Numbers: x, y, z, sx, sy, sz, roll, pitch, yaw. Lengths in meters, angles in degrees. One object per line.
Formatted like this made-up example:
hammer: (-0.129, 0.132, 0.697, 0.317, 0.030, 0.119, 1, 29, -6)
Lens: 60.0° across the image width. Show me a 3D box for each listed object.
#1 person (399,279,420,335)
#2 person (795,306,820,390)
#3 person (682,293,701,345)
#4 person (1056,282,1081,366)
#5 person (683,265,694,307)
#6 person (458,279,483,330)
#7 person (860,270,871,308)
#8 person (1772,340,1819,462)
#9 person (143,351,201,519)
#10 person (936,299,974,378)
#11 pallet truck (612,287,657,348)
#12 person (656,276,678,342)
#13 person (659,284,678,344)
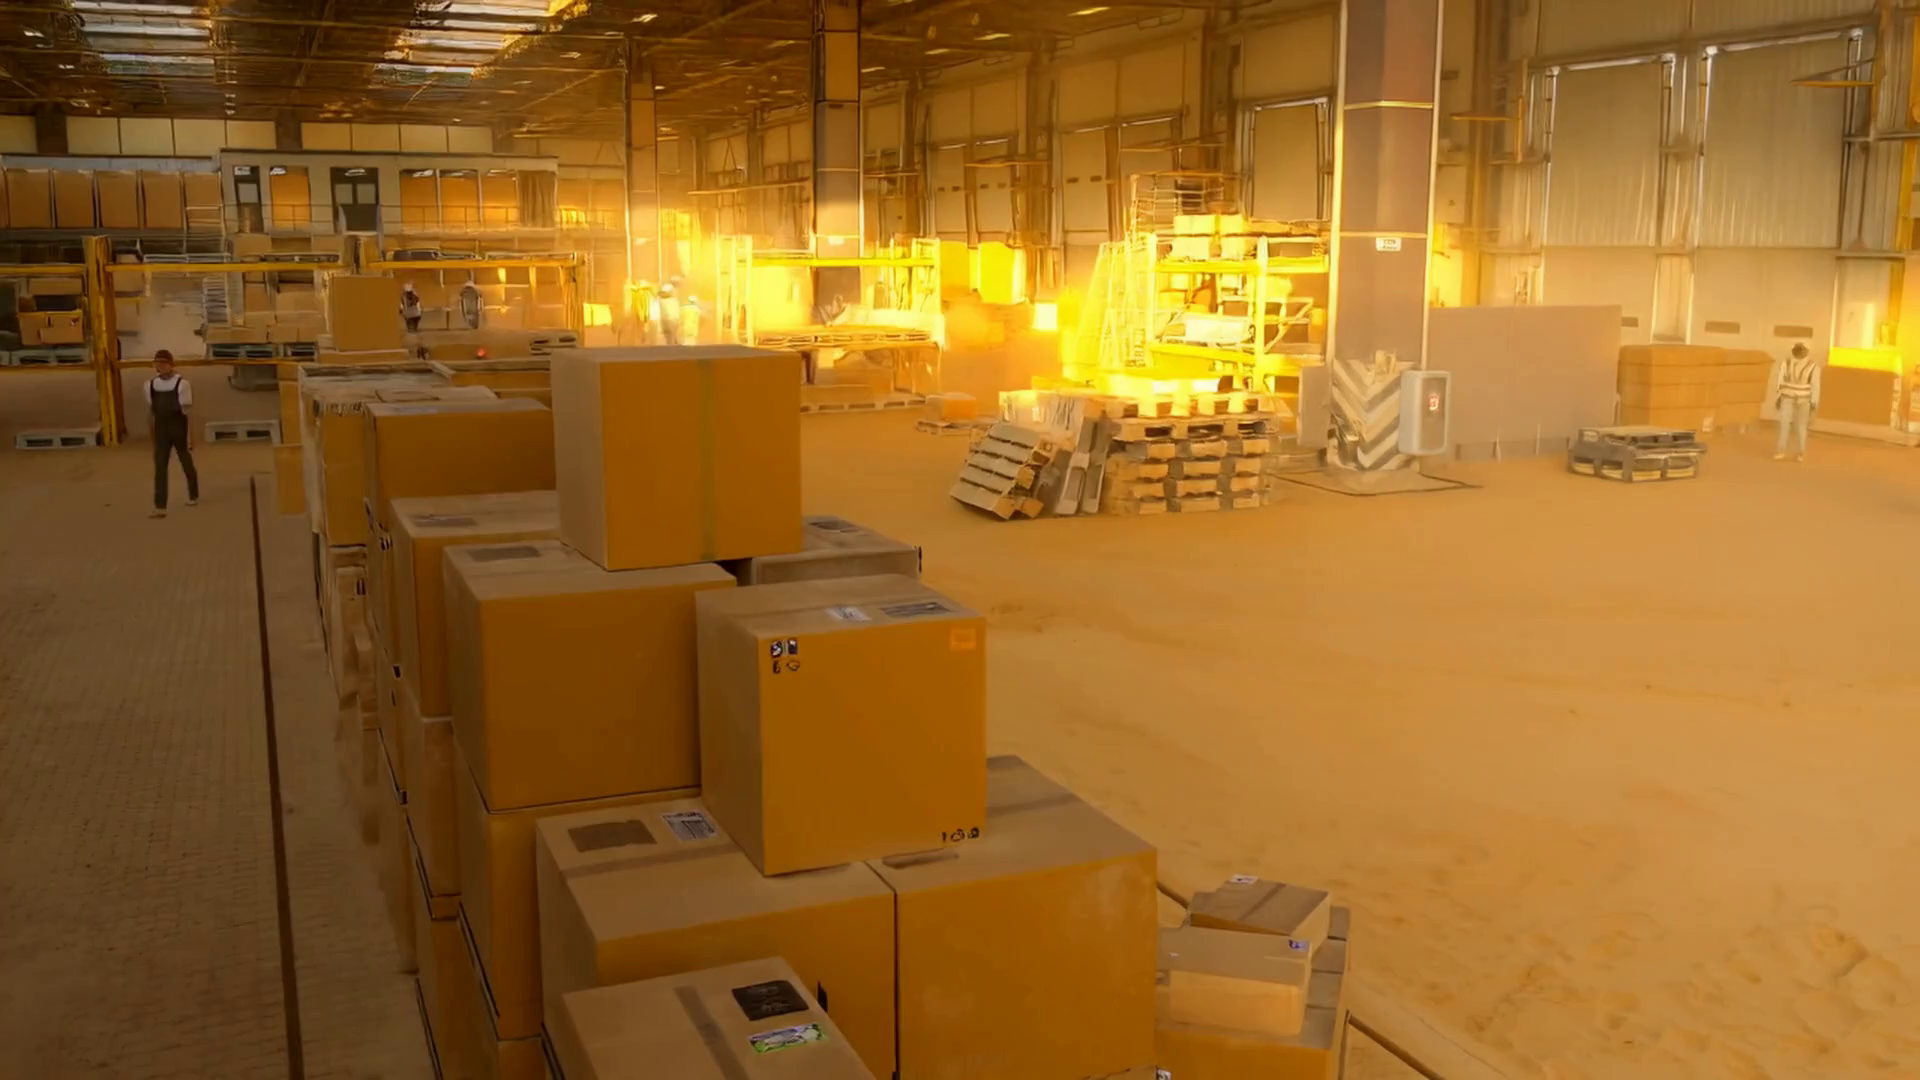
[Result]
person: (-14.932, -6.111, 45.110, 0.609, 1.889, 0.882, 0, 10, -1)
person: (-3.028, -3.808, 32.987, 0.579, 1.670, 0.570, -4, 11, -21)
person: (-6.281, -4.931, 39.104, 0.503, 1.705, 0.840, 2, 10, 11)
person: (2.559, -5.097, 39.244, 0.610, 1.986, 0.392, -3, 11, -14)
person: (-10.554, -9.755, 64.957, 0.746, 1.974, 0.627, 6, 12, 29)
person: (-13.462, -6.227, 45.732, 0.645, 1.887, 1.010, -3, 11, -17)
person: (-3.600, -8.973, 60.873, 0.640, 1.888, 0.789, -4, 11, -19)
person: (11.290, -1.878, 22.459, 0.517, 1.639, 0.313, 10, 14, 44)
person: (-8.604, -1.170, 18.150, 0.525, 1.795, 1.034, -1, 10, -4)
person: (-0.108, -4.320, 35.720, 0.783, 1.713, 0.556, -8, 13, -37)
pallet truck: (-6.464, -4.406, 35.401, 0.823, 1.965, 1.885, 6, 12, 32)
person: (-8.502, -6.709, 48.316, 0.639, 1.910, 0.814, 5, 11, 26)
person: (-6.900, -5.065, 39.268, 0.407, 1.917, 0.586, 6, 12, 31)
